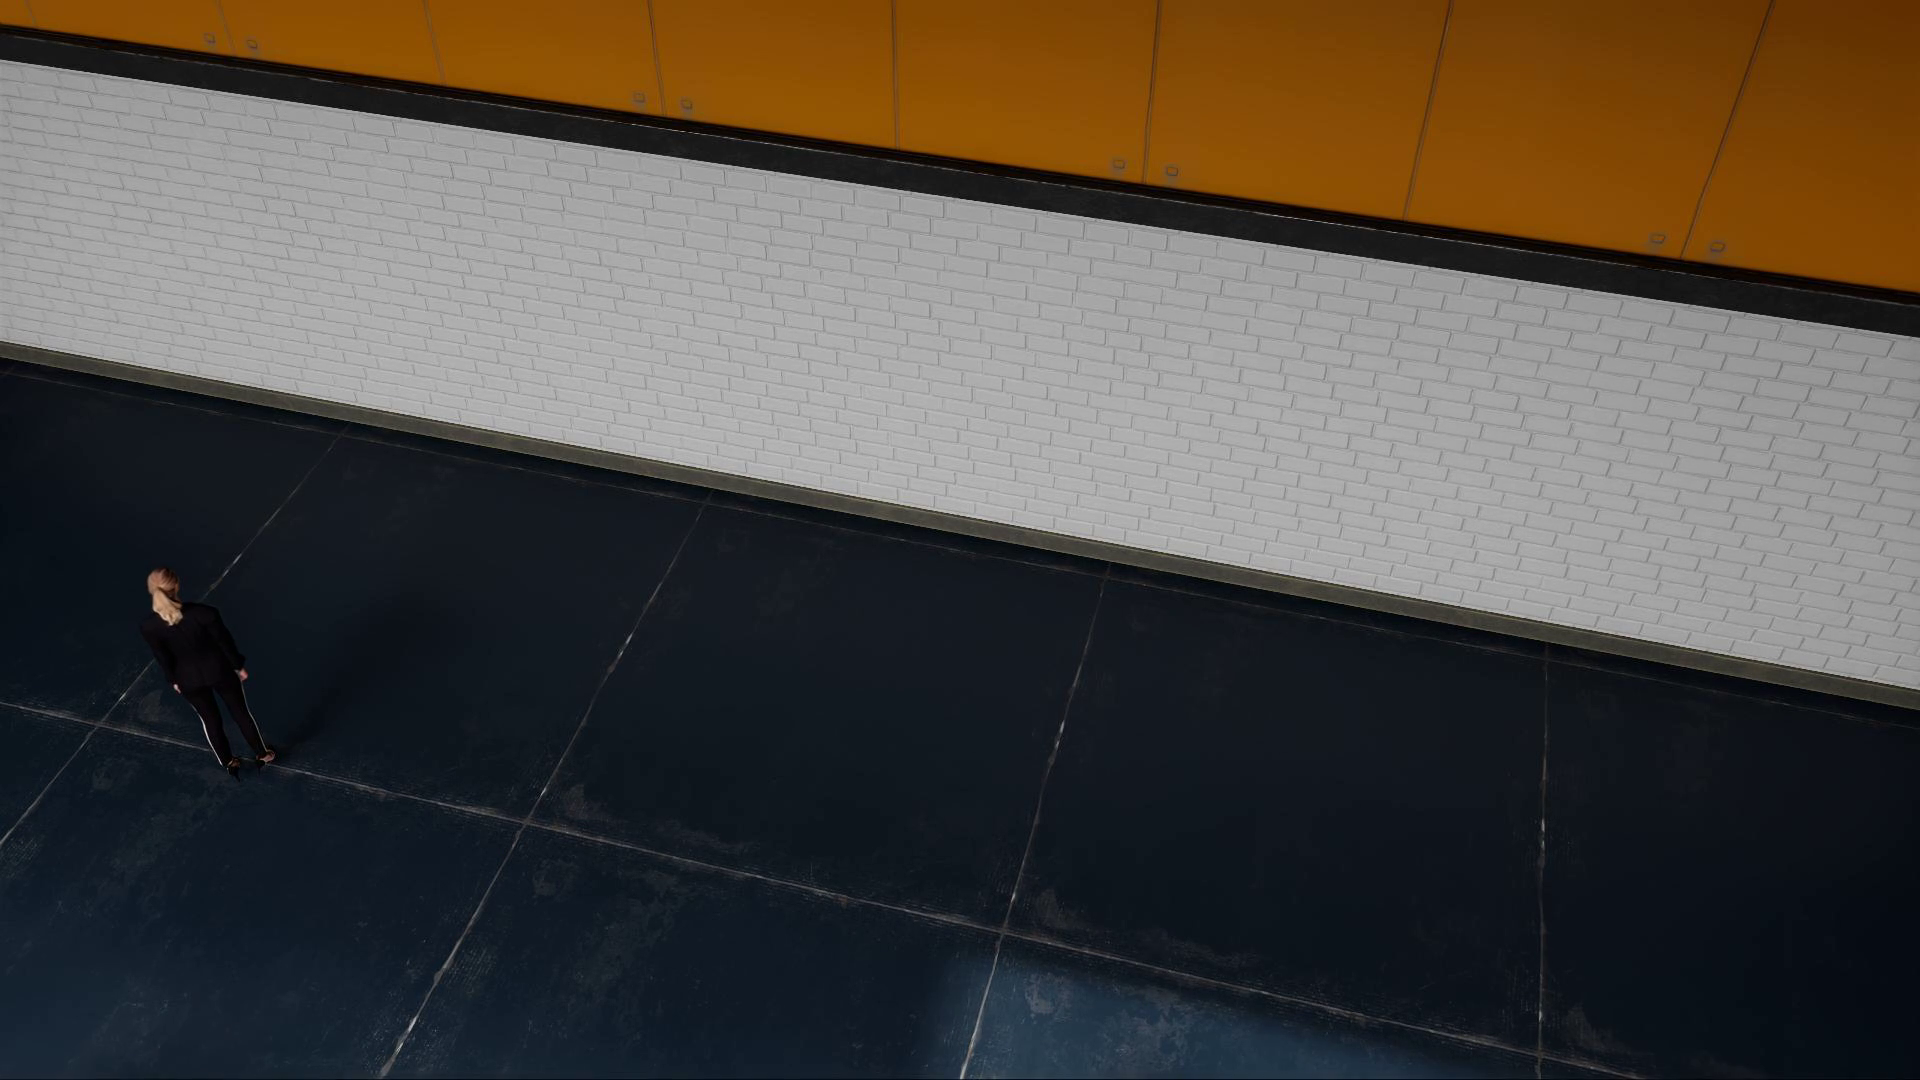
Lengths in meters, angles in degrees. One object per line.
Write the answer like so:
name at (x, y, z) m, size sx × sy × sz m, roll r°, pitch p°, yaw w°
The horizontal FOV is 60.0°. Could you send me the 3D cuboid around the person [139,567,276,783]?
person at (-4.465, 0.816, 9.862) m, size 0.689 × 1.703 × 0.699 m, roll -12°, pitch 45°, yaw -12°
